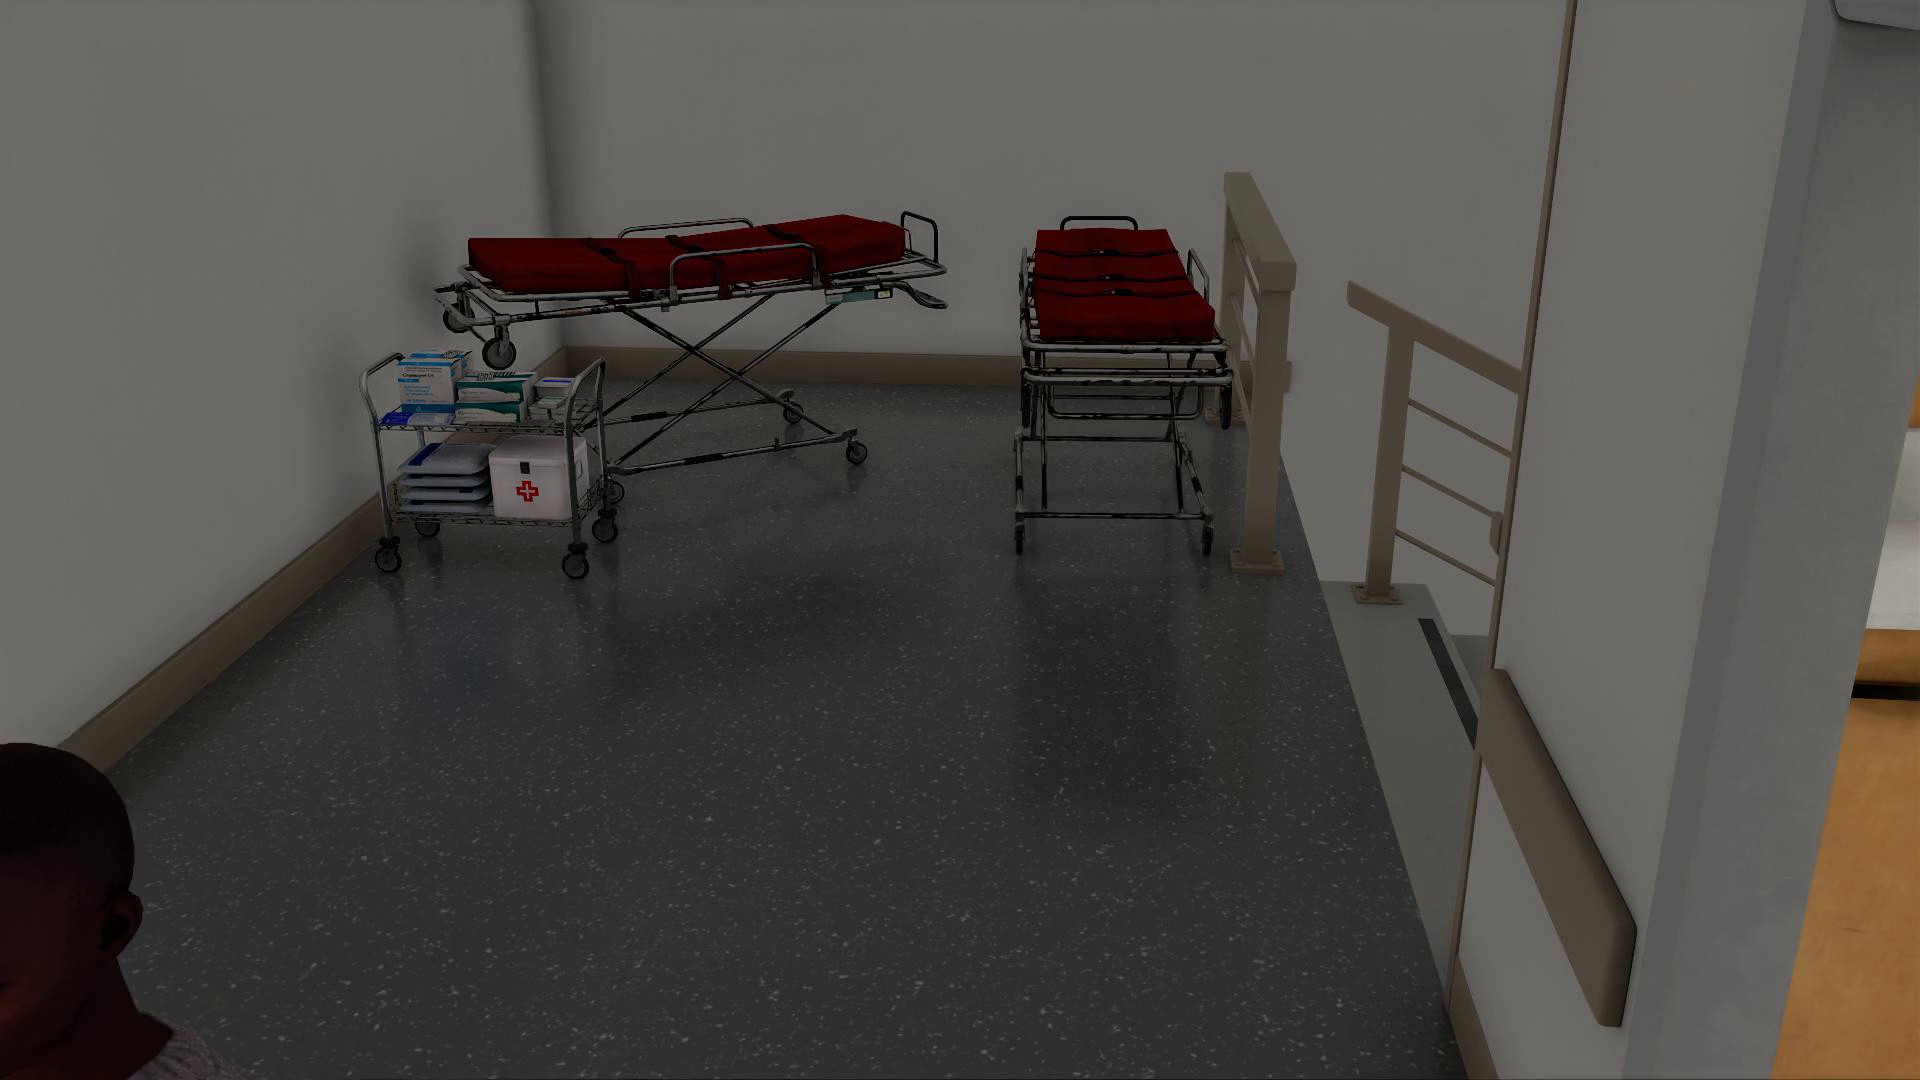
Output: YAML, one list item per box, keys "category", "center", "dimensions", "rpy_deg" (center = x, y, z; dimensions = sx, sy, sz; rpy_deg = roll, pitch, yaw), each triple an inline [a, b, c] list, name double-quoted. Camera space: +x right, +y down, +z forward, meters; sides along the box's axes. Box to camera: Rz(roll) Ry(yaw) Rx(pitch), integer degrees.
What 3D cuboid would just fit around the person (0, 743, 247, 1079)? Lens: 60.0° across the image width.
- category: "person"
  center: [-0.664, 0.950, 1.618]
  dimensions: [0.887, 1.743, 1.119]
  rpy_deg: [10, 23, 25]
